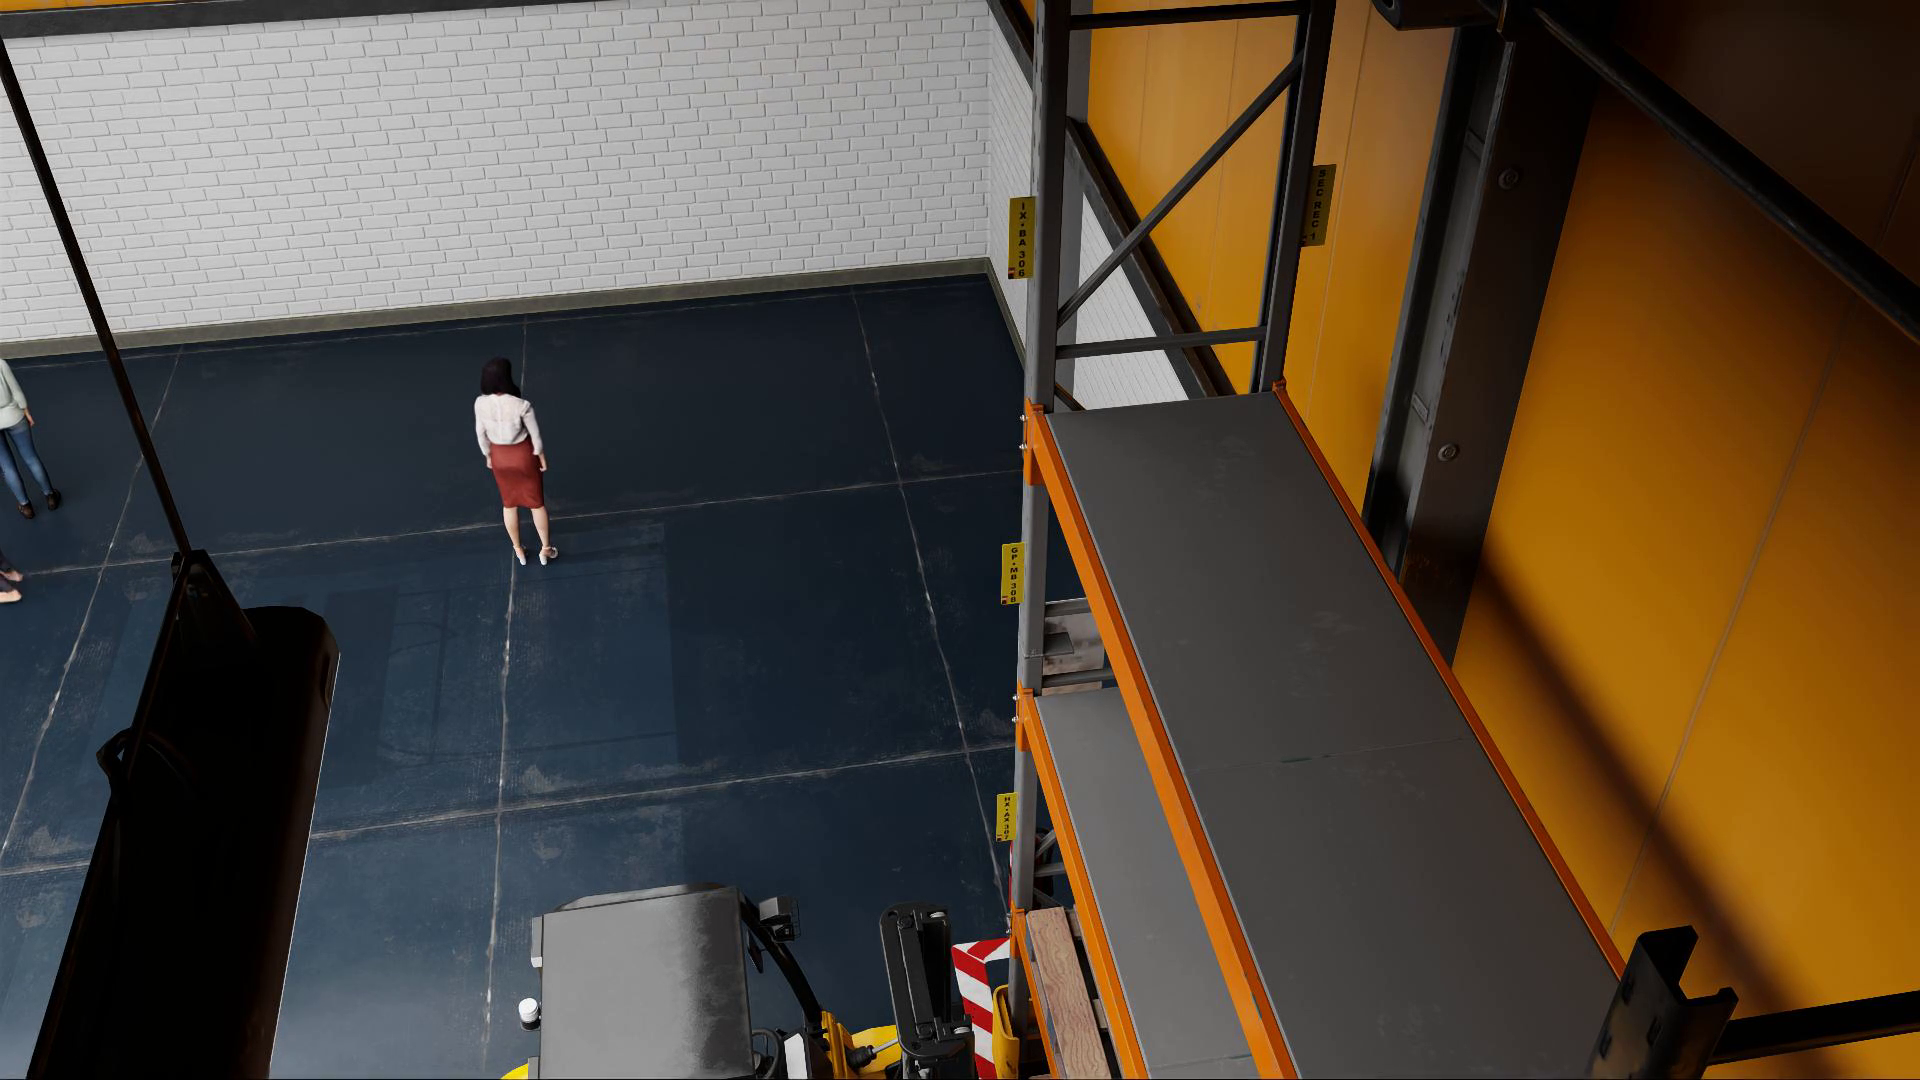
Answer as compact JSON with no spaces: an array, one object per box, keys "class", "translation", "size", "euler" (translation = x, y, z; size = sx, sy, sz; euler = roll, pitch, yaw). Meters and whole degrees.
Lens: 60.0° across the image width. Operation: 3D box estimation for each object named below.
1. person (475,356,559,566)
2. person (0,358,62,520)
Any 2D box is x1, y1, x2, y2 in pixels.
[{"class":"person","translation":[-3.185,-0.552,11.927],"size":[0.646,1.750,0.582],"euler":[1,39,2]},{"class":"person","translation":[-7.186,-0.898,12.446],"size":[0.640,1.644,0.620],"euler":[-24,44,-27]}]
